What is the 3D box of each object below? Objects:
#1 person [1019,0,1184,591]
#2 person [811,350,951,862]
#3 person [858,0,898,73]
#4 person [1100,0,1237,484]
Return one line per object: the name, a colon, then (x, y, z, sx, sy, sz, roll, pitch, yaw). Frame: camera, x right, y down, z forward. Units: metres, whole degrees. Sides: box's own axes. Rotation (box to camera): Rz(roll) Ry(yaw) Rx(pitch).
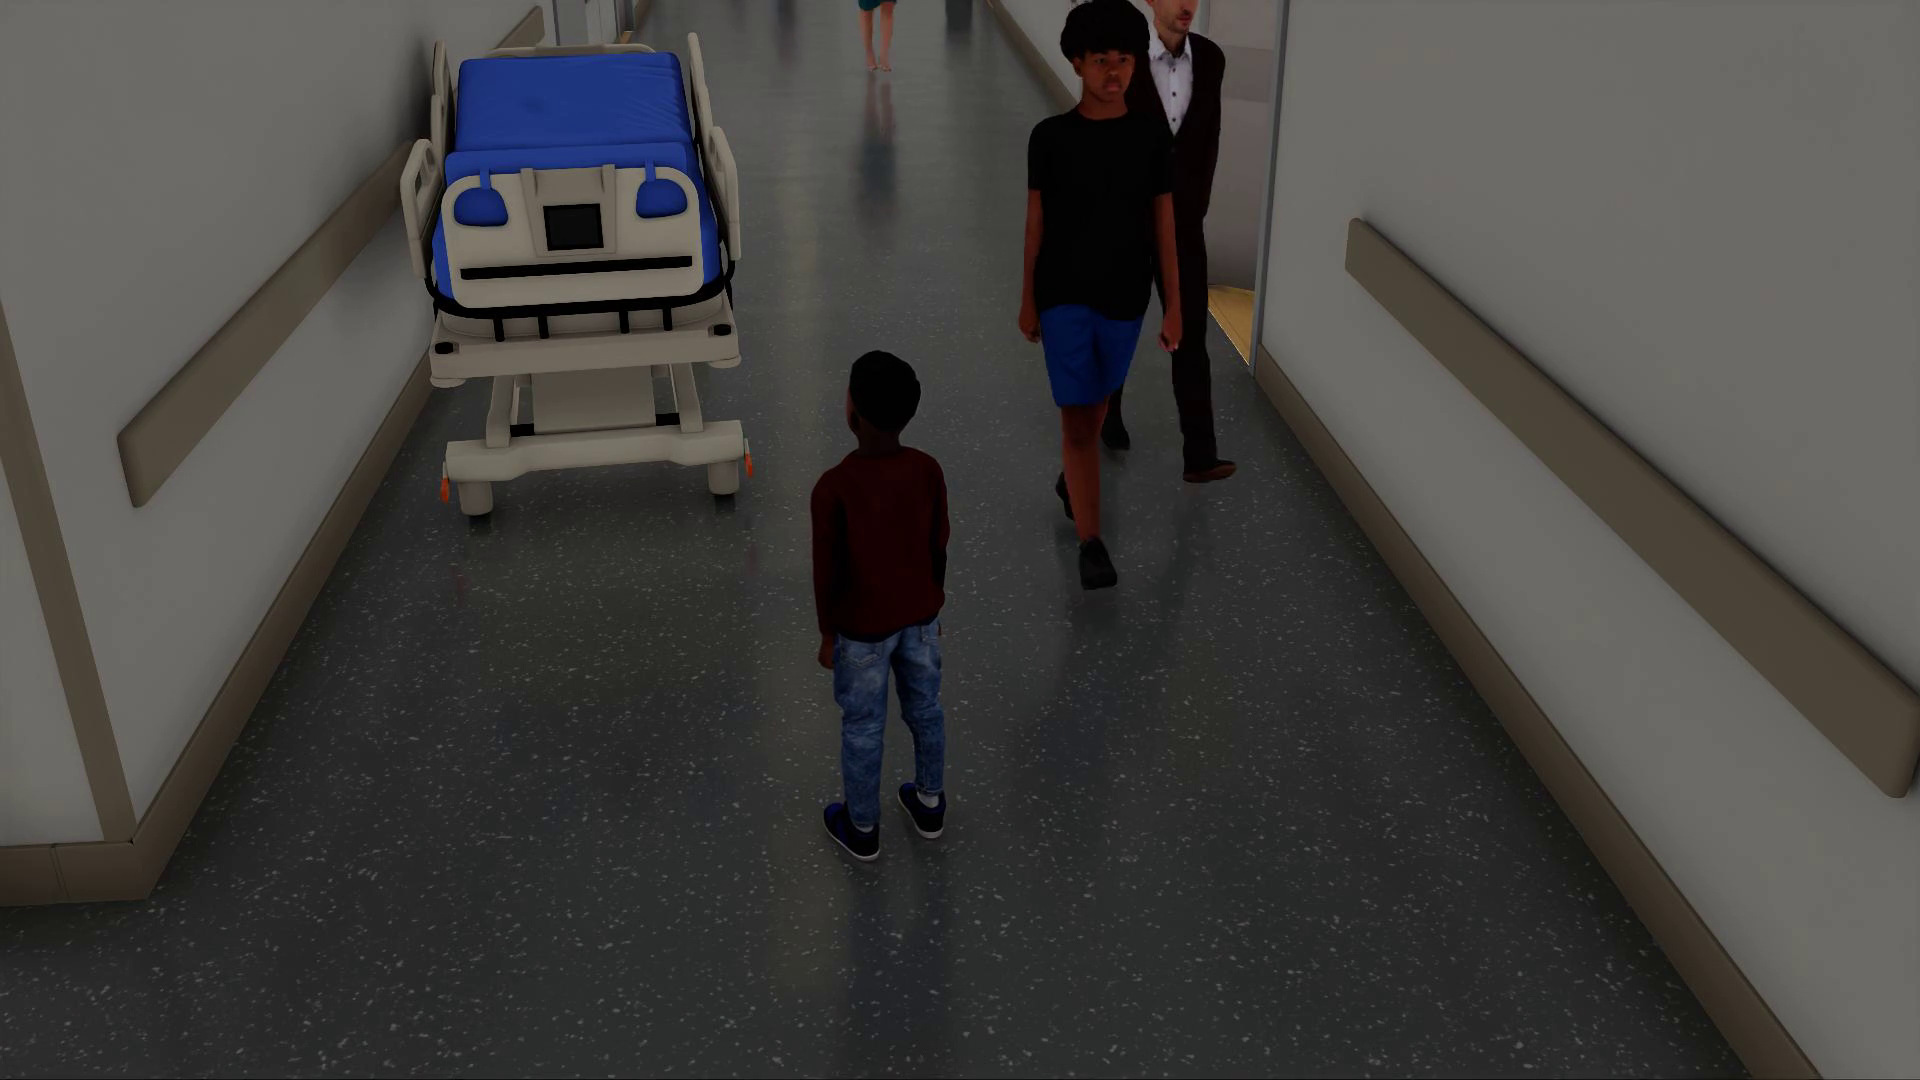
person: (0.410, -0.778, 5.267, 1.085, 1.745, 0.713, -3, 26, -6)
person: (-0.173, 0.167, 3.871, 0.541, 1.254, 0.631, -16, 30, -30)
person: (-0.708, -4.584, 13.248, 0.651, 1.668, 0.676, -5, 26, -10)
person: (0.633, -1.142, 5.938, 1.137, 1.818, 0.838, -5, 26, -11)
